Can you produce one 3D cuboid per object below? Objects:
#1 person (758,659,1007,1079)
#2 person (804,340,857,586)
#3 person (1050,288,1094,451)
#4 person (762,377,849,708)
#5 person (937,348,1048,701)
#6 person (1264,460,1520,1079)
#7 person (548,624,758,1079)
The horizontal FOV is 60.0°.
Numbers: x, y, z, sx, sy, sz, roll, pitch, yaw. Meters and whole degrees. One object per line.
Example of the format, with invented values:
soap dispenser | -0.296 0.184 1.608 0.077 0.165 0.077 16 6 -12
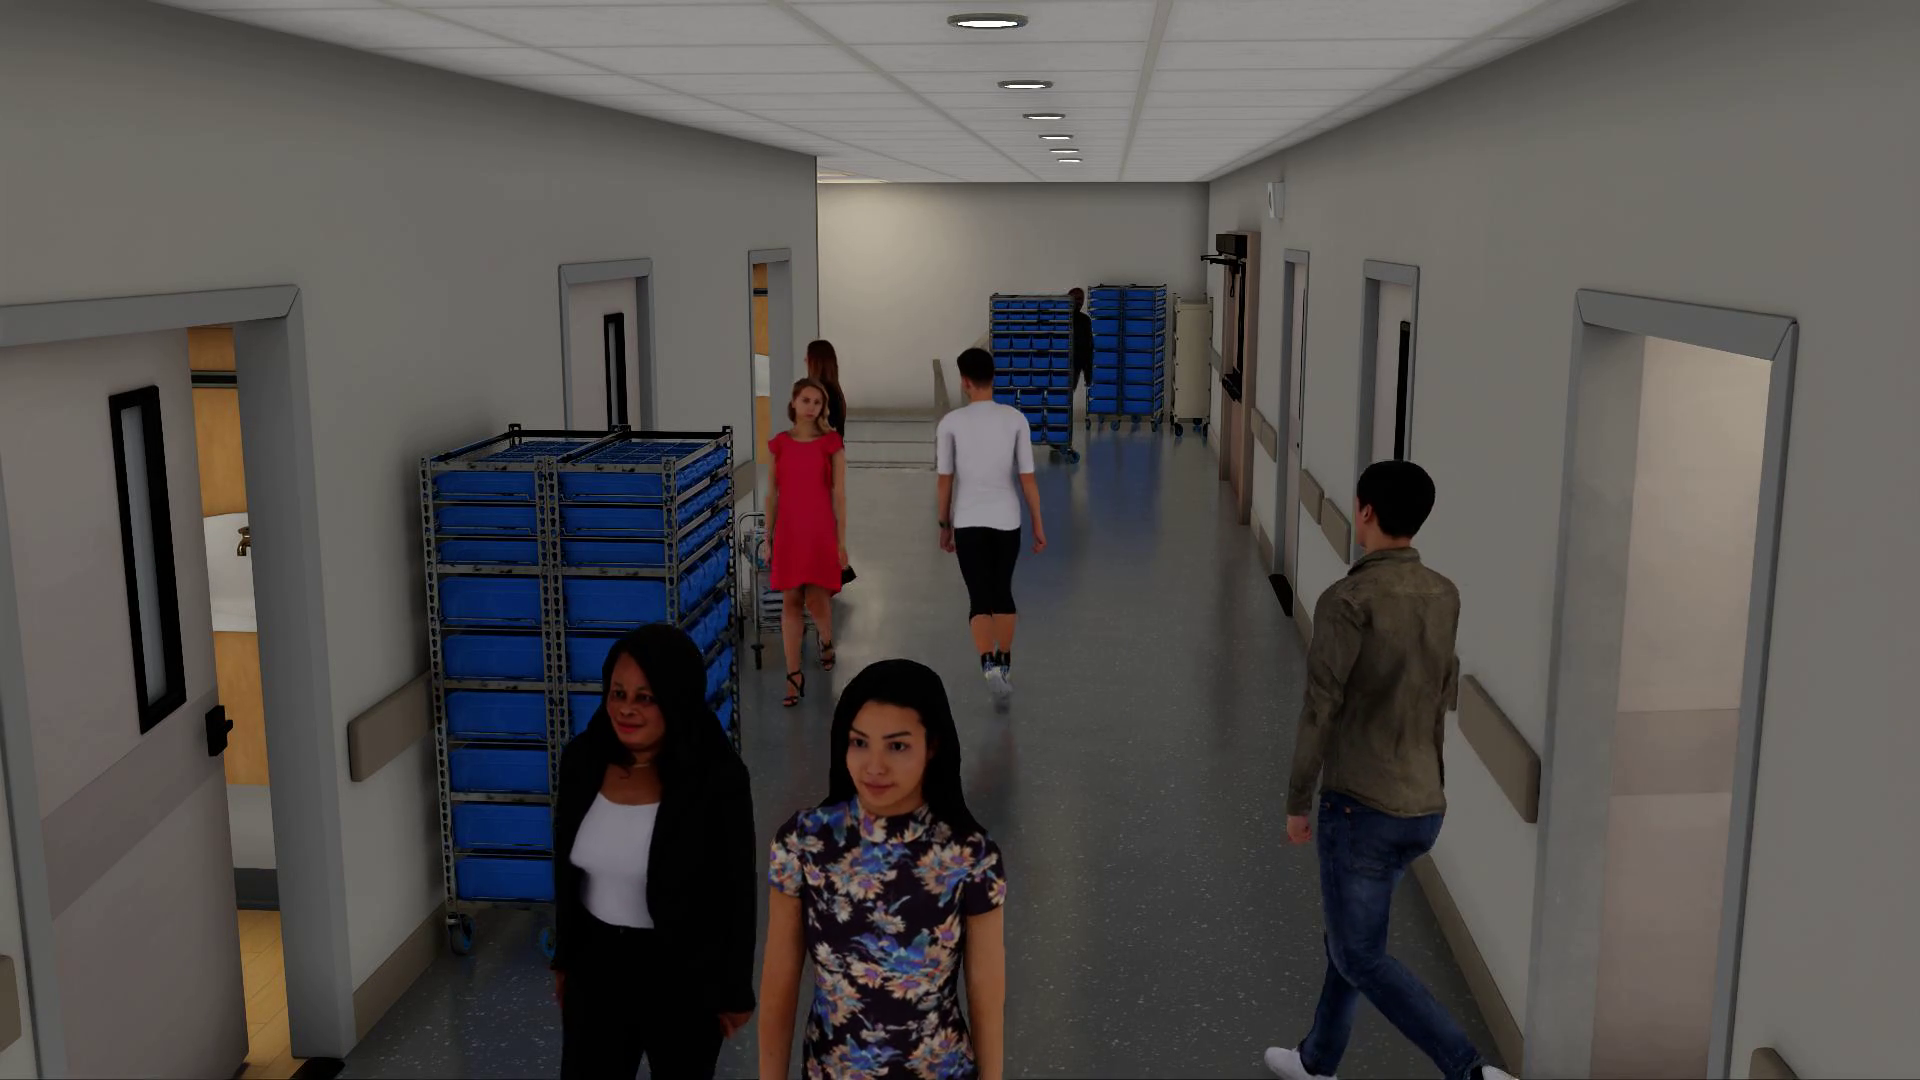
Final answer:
person | -0.111 1.054 3.109 0.671 1.706 1.086 2 11 11
person | -0.854 -0.501 11.300 0.721 1.708 0.619 0 11 2
person | 1.115 -1.897 18.453 0.833 1.784 0.902 0 11 -1
person | -0.761 -0.005 8.662 0.657 1.717 0.800 3 11 15
person | 0.139 -0.055 8.667 0.873 1.813 1.175 0 11 -3
person | 1.184 0.739 4.437 1.131 1.831 1.221 -8 14 -37
person | -0.685 0.959 3.879 0.704 1.607 0.783 2 11 13
